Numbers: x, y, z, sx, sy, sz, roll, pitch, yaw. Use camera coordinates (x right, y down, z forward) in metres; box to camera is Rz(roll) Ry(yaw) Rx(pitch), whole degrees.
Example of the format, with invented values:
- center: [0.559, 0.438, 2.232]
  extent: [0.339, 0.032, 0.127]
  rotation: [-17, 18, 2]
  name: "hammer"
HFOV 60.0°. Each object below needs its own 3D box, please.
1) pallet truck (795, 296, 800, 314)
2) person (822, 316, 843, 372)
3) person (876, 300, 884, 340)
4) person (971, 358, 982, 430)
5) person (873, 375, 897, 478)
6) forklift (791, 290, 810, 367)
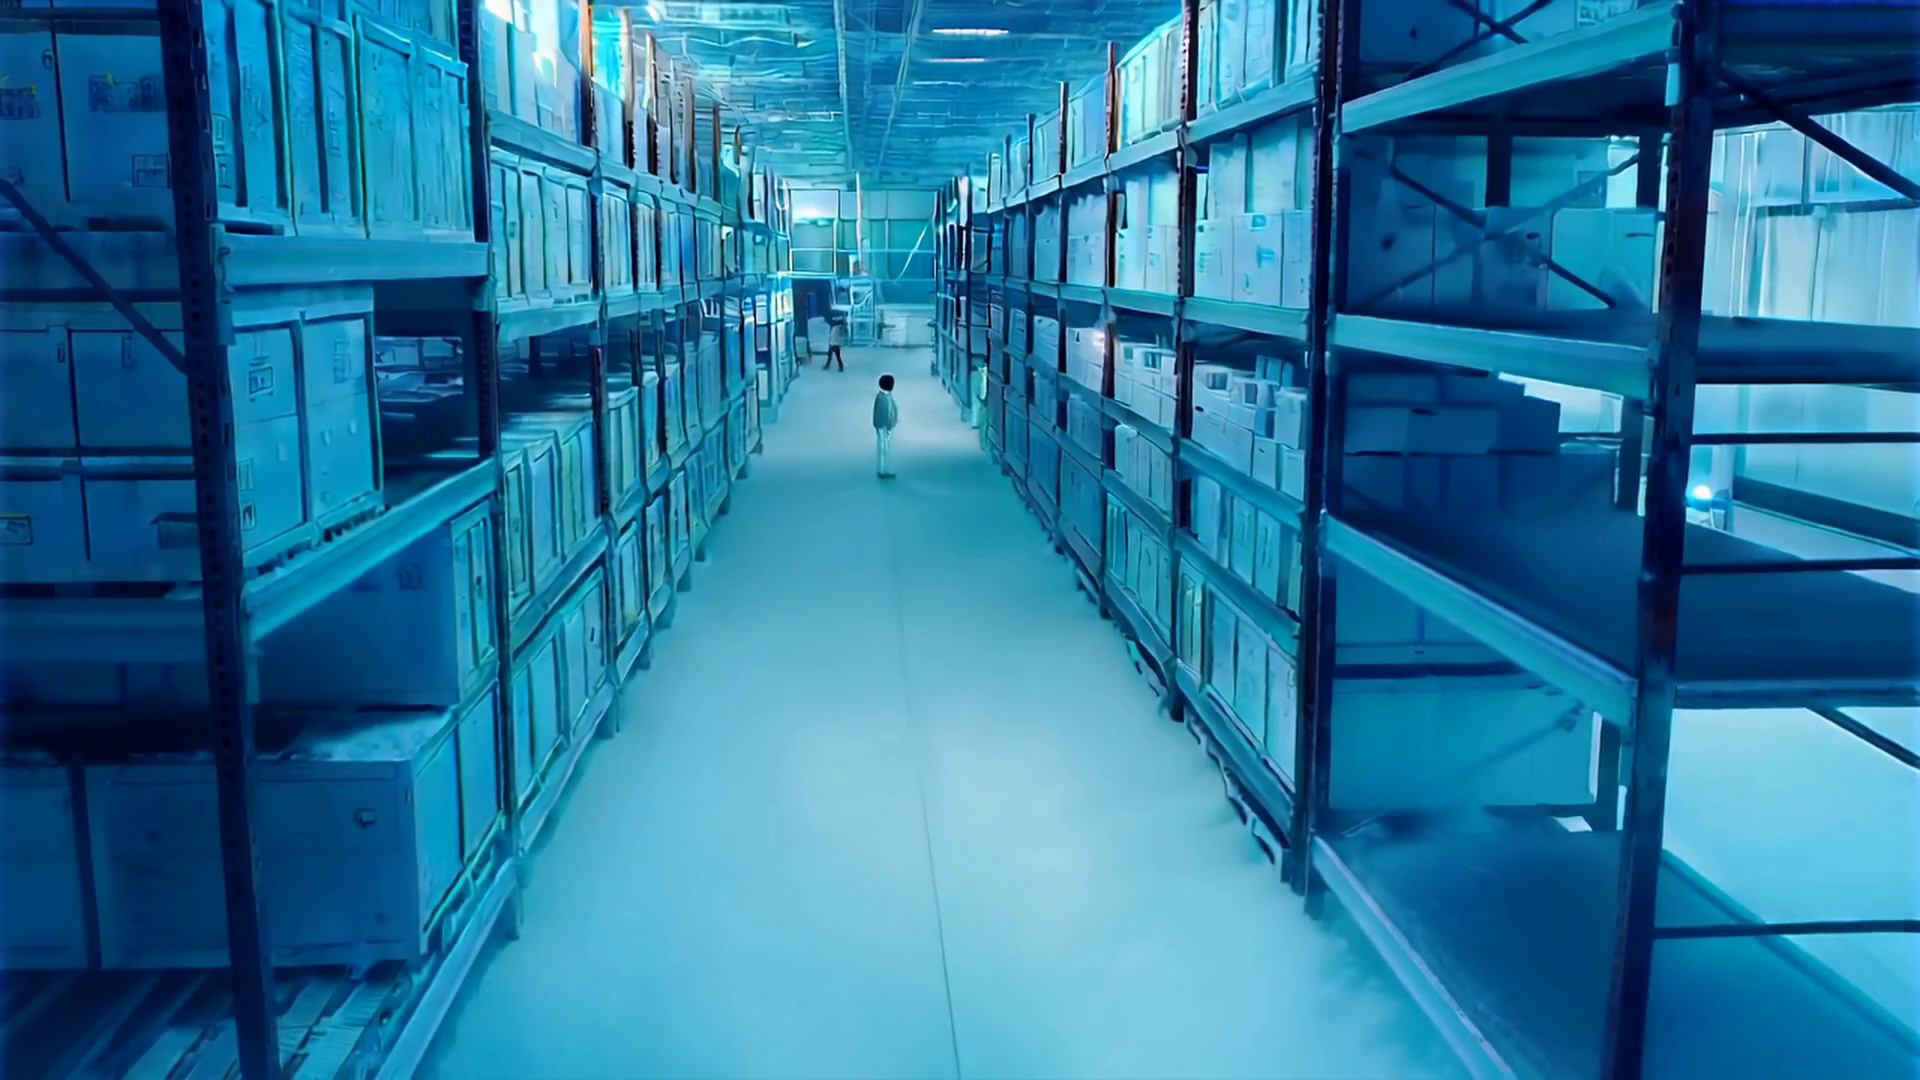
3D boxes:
- center: [-8.622, -12.439, 91.403]
  extent: [1.885, 1.965, 0.823]
  rotation: [2, 10, 13]
  name: "pallet truck"
- center: [-4.440, -6.815, 57.929]
  extent: [0.869, 1.964, 0.621]
  rotation: [5, 11, 29]
  name: "person"
- center: [-4.021, -10.868, 82.196]
  extent: [0.543, 1.939, 0.361]
  rotation: [8, 12, 38]
  name: "person"
- center: [0.390, -3.359, 38.239]
  extent: [0.273, 1.636, 0.507]
  rotation: [0, 10, -2]
  name: "person"
- center: [-1.335, -2.032, 29.745]
  extent: [0.429, 1.836, 0.632]
  rotation: [-2, 10, -12]
  name: "person"
- center: [-6.107, -7.760, 60.821]
  extent: [1.129, 2.768, 1.873]
  rotation: [-1, 10, -3]
  name: "forklift"
